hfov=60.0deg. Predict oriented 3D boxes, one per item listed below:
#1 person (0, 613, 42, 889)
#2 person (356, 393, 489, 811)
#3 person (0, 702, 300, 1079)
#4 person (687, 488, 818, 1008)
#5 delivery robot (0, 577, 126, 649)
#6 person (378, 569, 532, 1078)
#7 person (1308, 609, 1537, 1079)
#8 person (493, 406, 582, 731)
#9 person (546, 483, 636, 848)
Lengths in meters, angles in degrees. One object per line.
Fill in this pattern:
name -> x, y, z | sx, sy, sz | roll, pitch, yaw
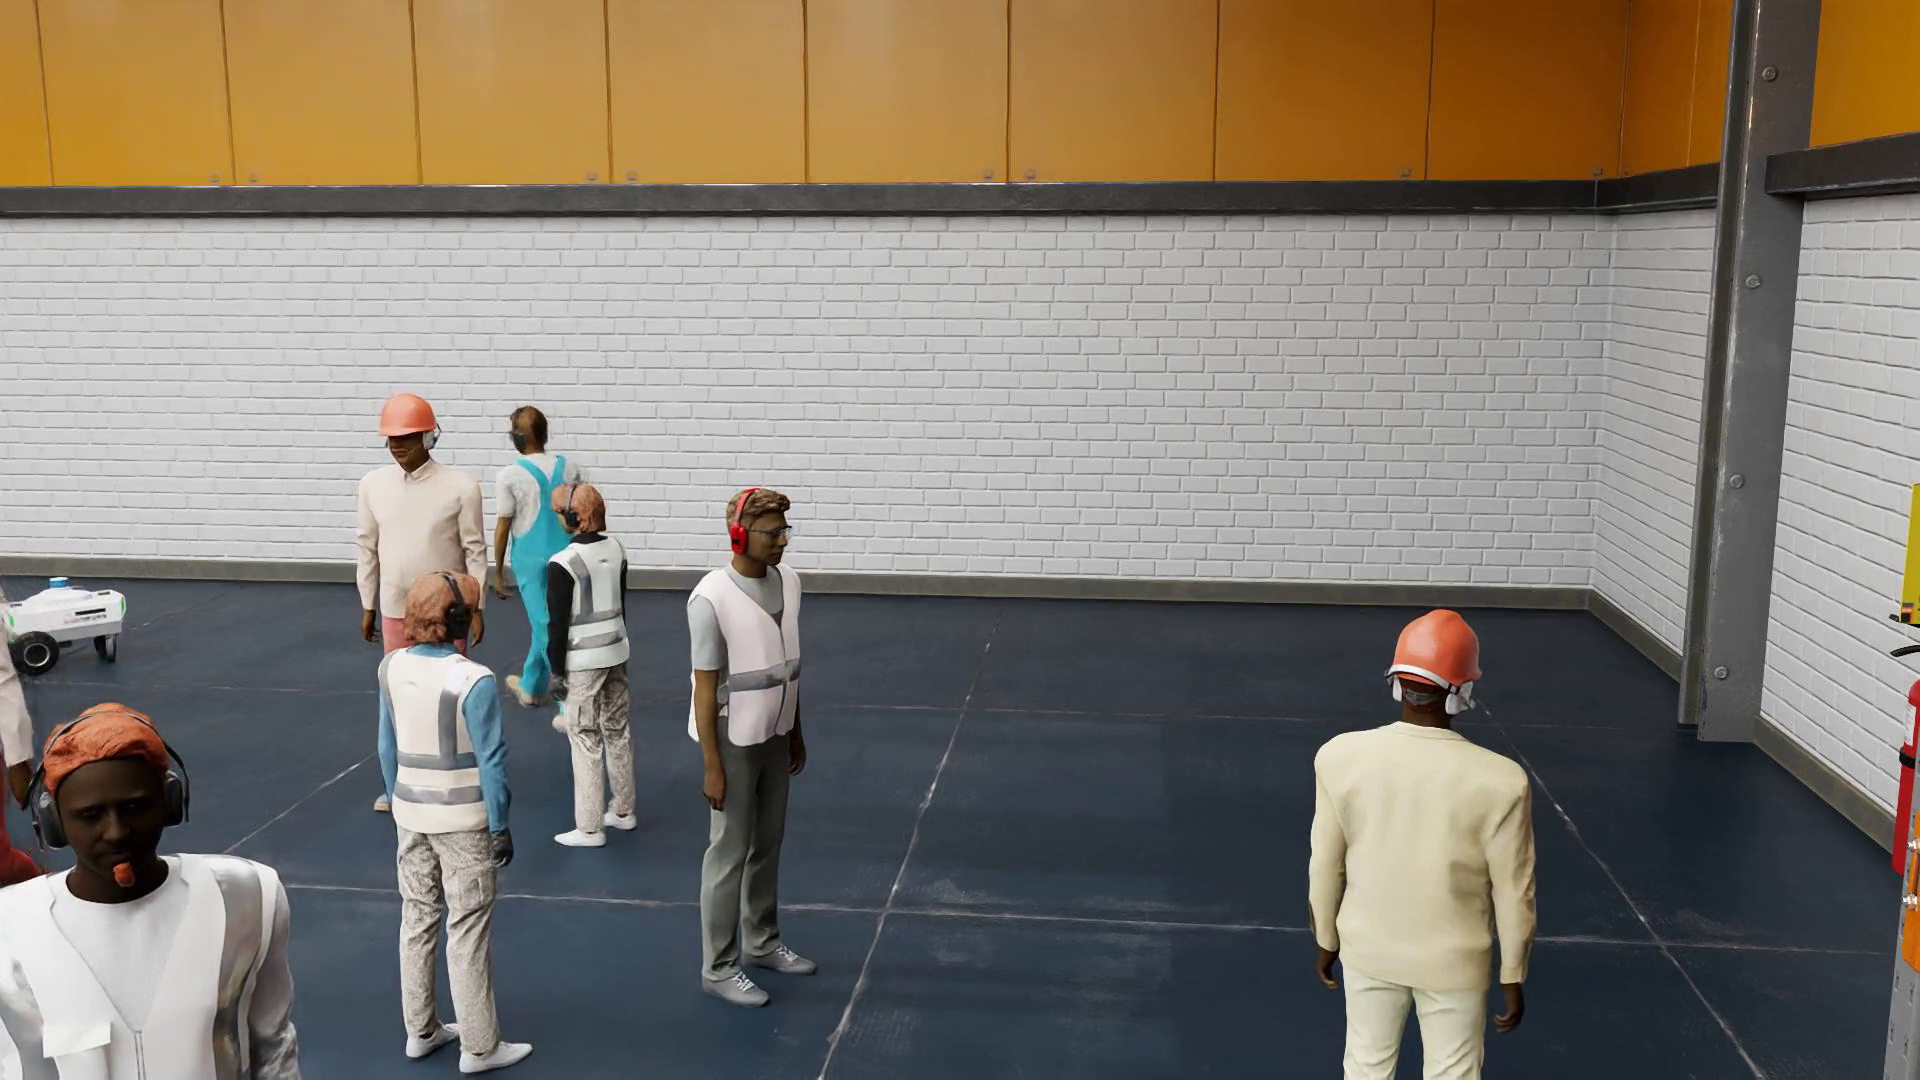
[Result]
person -> -3.424, 0.706, 5.644 | 0.643, 1.952, 0.864 | 0, 10, -1
person -> -2.529, 0.303, 7.807 | 0.622, 1.992, 0.396 | 1, 10, 6
person -> -1.443, 1.210, 2.937 | 0.573, 1.883, 0.357 | -7, 12, -35
person -> -0.758, 0.719, 5.890 | 0.387, 1.837, 0.563 | 5, 11, 27
delivery robot -> -5.747, 0.481, 10.642 | 0.707, 0.478, 0.477 | -10, 14, -44
person -> -1.649, 0.909, 5.363 | 0.523, 1.636, 0.310 | 6, 11, 30
person -> 1.183, 1.040, 4.275 | 0.573, 1.750, 0.330 | 6, 11, 30
person -> -2.356, 0.148, 9.313 | 0.992, 1.794, 0.504 | 10, 14, 44
person -> -1.648, 0.554, 7.421 | 0.315, 1.629, 0.509 | 5, 11, 25
